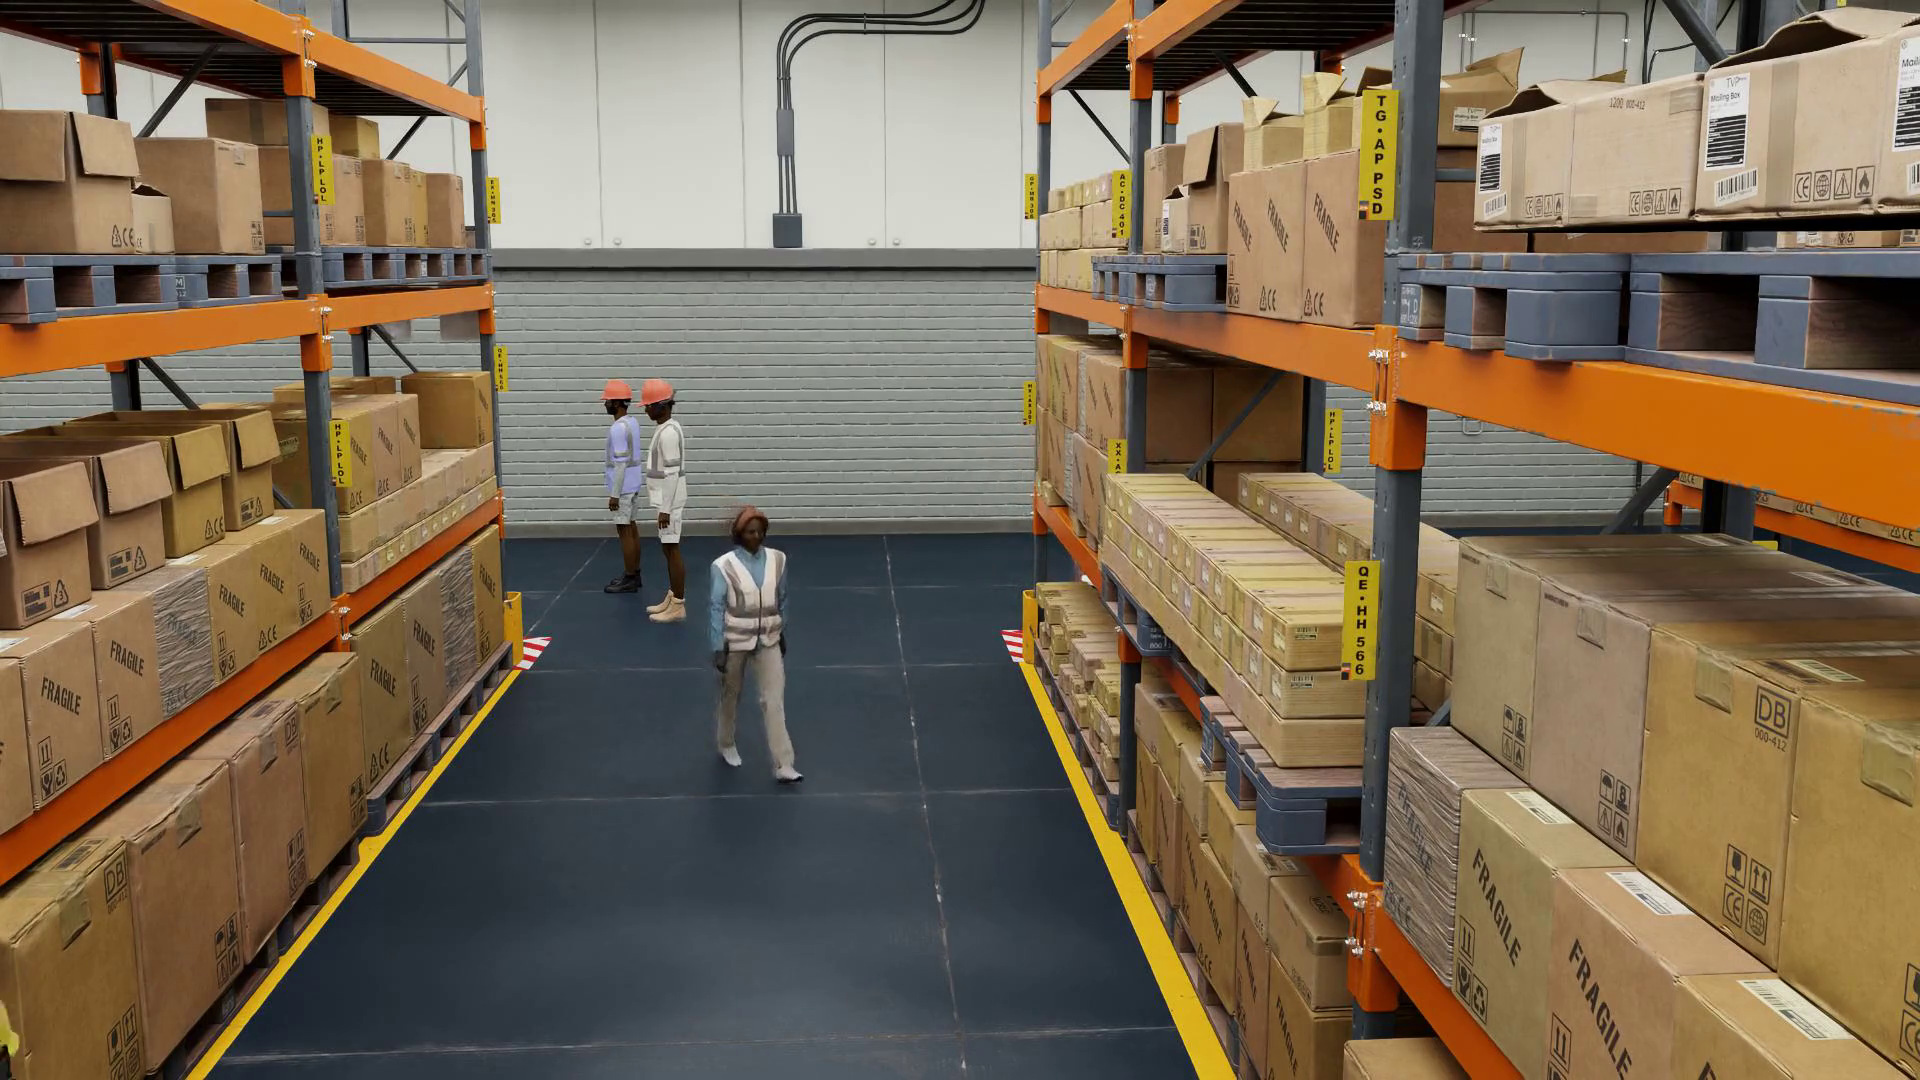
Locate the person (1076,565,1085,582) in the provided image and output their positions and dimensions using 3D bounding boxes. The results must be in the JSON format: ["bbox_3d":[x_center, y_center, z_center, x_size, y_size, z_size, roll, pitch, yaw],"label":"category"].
[{"bbox_3d":[1.410,-0.363,14.589,0.873,1.862,0.658,-3,10,-18],"label":"person"}]

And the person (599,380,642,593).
[{"bbox_3d":[-3.076,-0.483,15.093,0.358,1.938,0.545,0,10,2],"label":"person"}]

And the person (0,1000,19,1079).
[{"bbox_3d":[-1.779,1.667,3.009,0.531,1.740,0.736,0,10,-3],"label":"person"}]

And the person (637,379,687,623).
[{"bbox_3d":[-2.472,-0.325,13.873,0.382,2.037,0.606,-2,10,-12],"label":"person"}]

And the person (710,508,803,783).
[{"bbox_3d":[-1.219,0.604,9.701,0.542,1.589,0.878,-6,11,-31],"label":"person"}]

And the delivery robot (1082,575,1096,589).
[{"bbox_3d":[1.341,0.414,13.600,0.707,0.478,0.477,8,13,41],"label":"delivery robot"}]
